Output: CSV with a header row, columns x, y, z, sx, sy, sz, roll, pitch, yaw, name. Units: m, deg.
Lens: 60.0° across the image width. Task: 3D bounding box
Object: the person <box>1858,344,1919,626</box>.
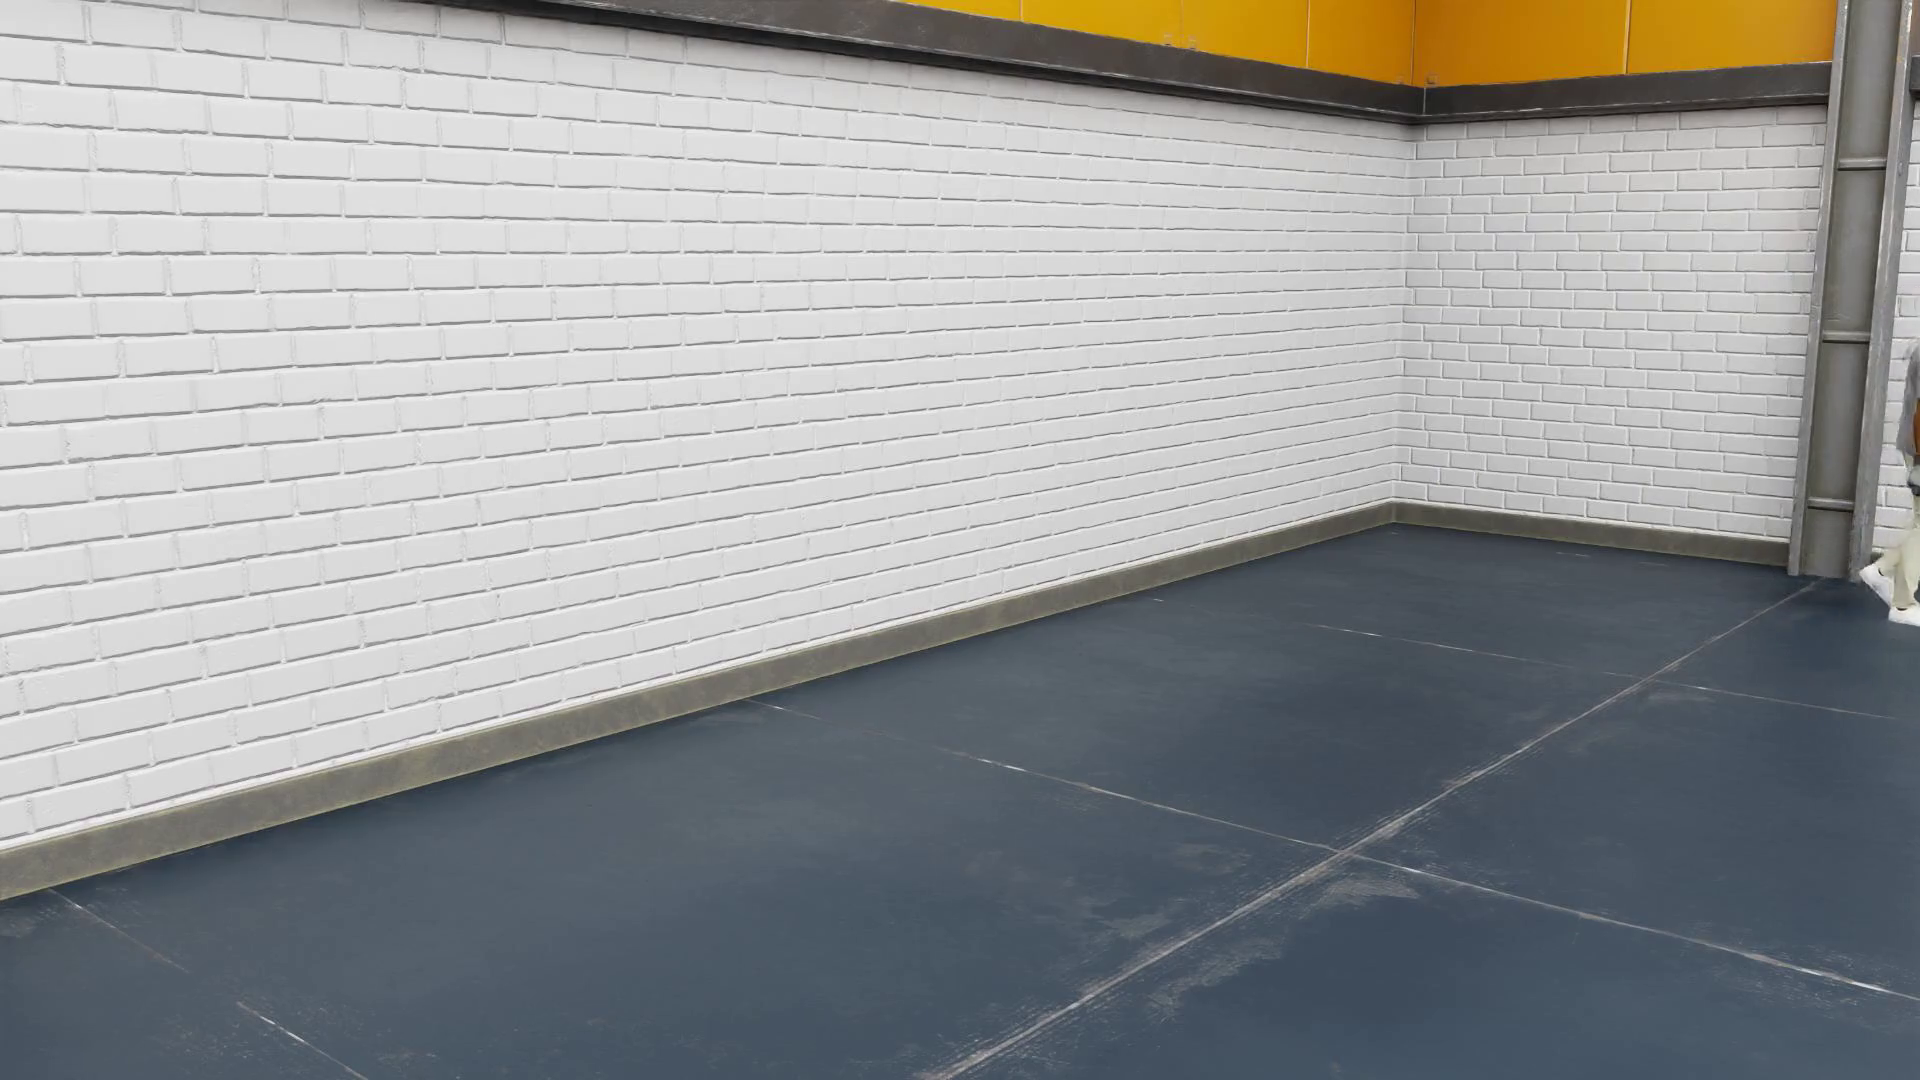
x,y,z,sx,sy,sz,roll,pitch,yaw,name
5.173,-0.450,8.878,0.442,1.852,0.556,8,13,40,person
